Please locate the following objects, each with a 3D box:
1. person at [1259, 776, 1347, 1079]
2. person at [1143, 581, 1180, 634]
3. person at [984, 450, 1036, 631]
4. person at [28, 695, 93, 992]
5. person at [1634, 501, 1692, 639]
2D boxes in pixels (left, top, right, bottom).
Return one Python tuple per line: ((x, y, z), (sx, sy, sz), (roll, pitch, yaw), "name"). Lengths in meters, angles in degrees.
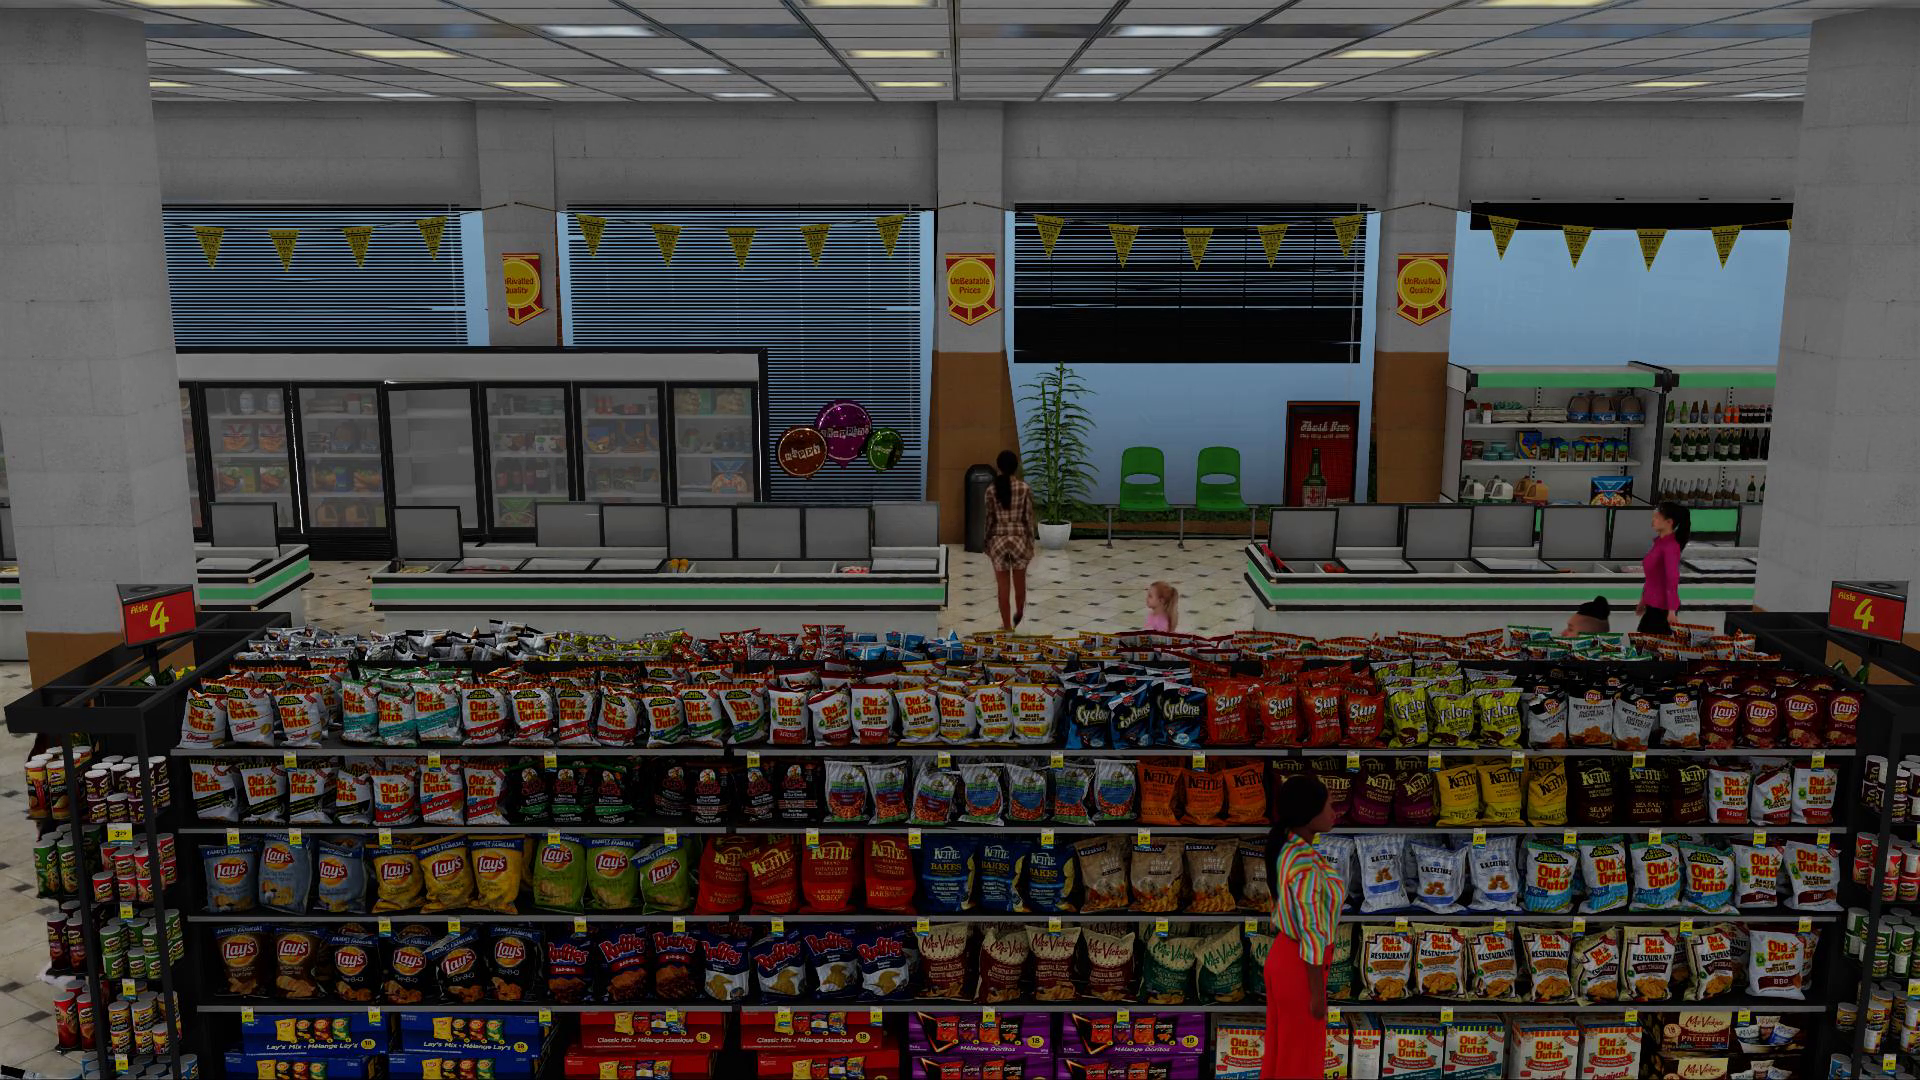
((1.350, 1.799, 6.685), (0.565, 1.794, 0.617), (-2, 12, -8), "person")
((1.496, 0.917, 12.187), (0.880, 1.253, 0.514), (-1, 12, -4), "person")
((0.434, 0.133, 14.725), (1.001, 1.742, 0.654), (0, 12, 1), "person")
((-4.431, 1.557, 8.242), (0.756, 1.626, 0.829), (4, 12, 16), "person")
((5.544, 0.554, 12.907), (1.121, 1.667, 0.795), (3, 12, 15), "person")
